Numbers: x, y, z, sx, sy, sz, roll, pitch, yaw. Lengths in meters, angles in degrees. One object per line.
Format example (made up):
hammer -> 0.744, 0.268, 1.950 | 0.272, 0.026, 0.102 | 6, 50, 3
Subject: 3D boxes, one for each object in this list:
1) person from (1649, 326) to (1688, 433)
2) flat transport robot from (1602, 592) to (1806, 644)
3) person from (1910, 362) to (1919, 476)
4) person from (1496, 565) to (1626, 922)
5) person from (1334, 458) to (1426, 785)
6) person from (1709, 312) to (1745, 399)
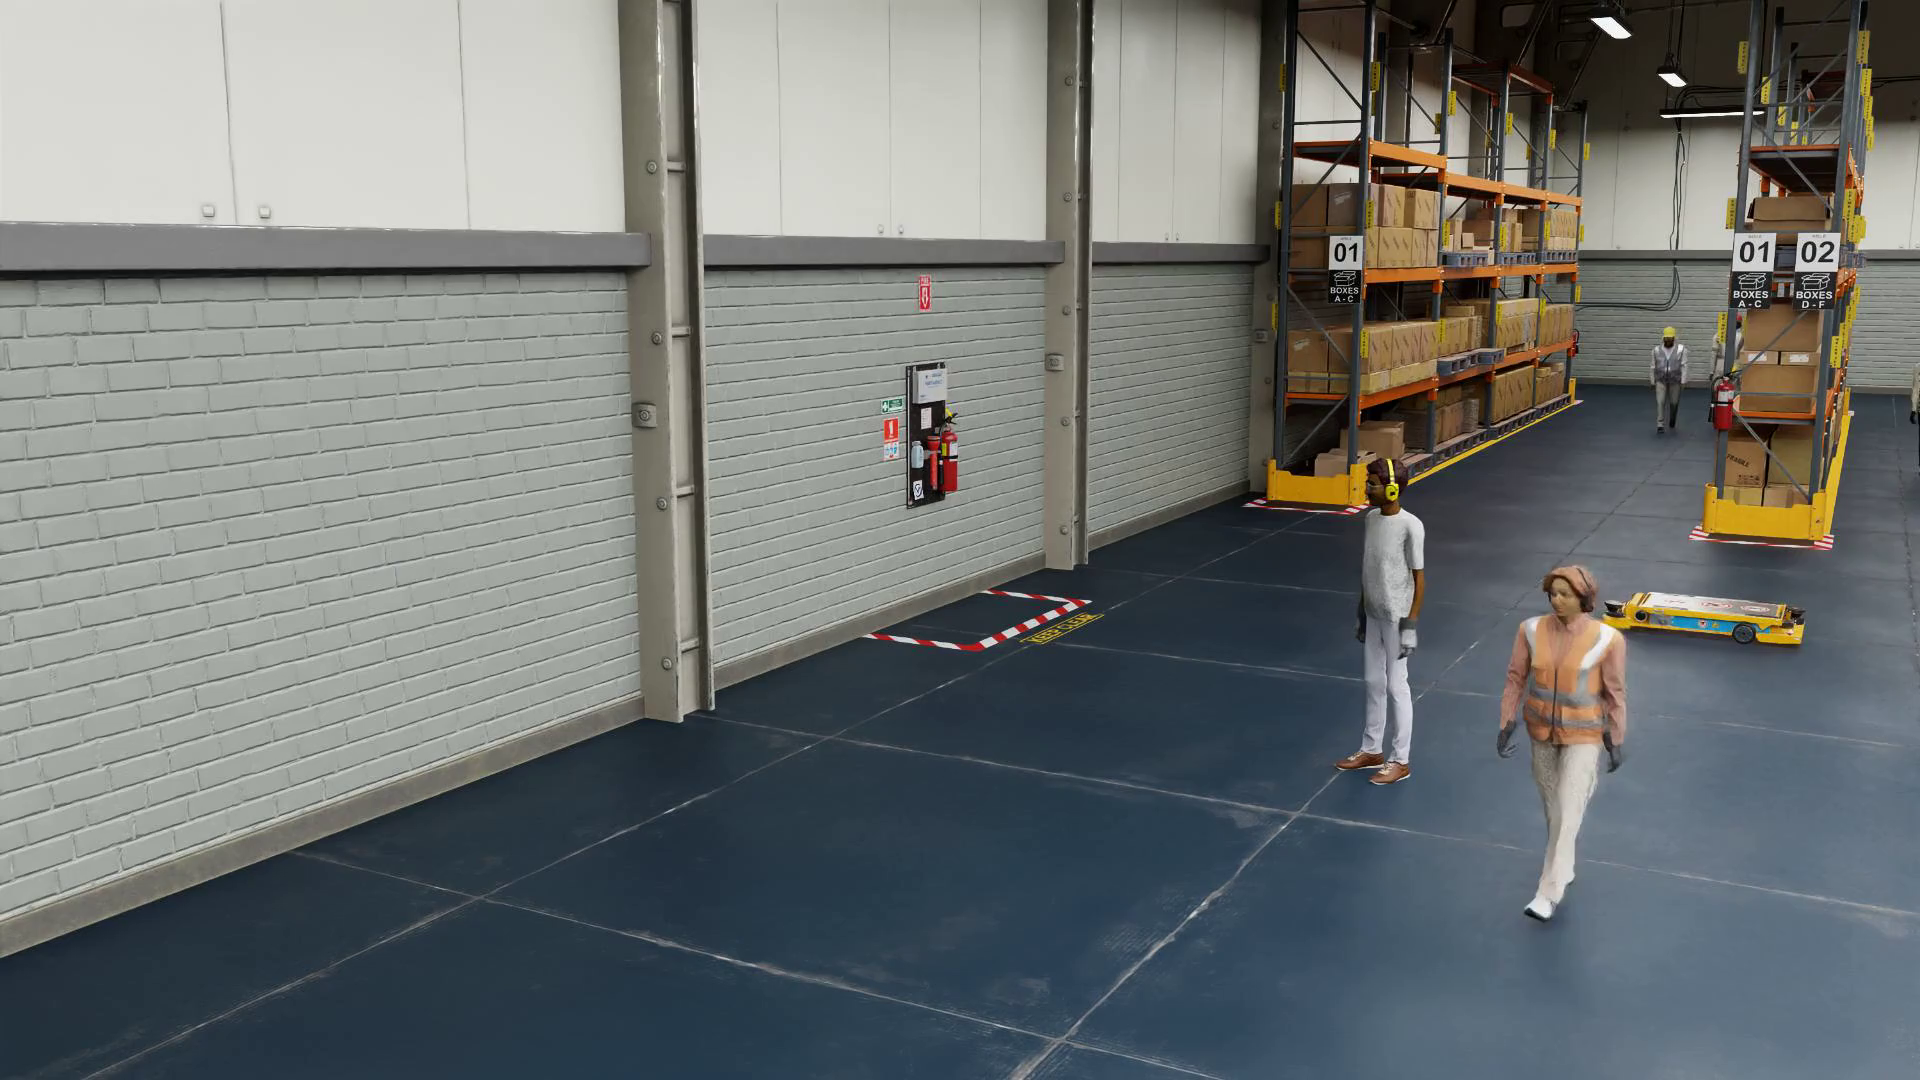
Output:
person -> 12.078, -2.742, 28.367 | 0.607, 1.814, 0.684 | 5, 11, 27
flat transport robot -> 5.934, 0.605, 13.273 | 1.431, 0.197, 0.652 | 5, 11, 28
person -> 13.041, -1.762, 22.202 | 0.630, 1.964, 0.917 | 5, 11, 28
person -> 2.698, 0.917, 7.573 | 0.815, 1.597, 0.531 | -9, 13, -43
person -> 2.423, 0.459, 9.472 | 0.335, 1.865, 0.519 | -4, 10, -22
person -> 13.422, -2.964, 29.003 | 0.626, 2.032, 0.471 | 6, 11, 30
